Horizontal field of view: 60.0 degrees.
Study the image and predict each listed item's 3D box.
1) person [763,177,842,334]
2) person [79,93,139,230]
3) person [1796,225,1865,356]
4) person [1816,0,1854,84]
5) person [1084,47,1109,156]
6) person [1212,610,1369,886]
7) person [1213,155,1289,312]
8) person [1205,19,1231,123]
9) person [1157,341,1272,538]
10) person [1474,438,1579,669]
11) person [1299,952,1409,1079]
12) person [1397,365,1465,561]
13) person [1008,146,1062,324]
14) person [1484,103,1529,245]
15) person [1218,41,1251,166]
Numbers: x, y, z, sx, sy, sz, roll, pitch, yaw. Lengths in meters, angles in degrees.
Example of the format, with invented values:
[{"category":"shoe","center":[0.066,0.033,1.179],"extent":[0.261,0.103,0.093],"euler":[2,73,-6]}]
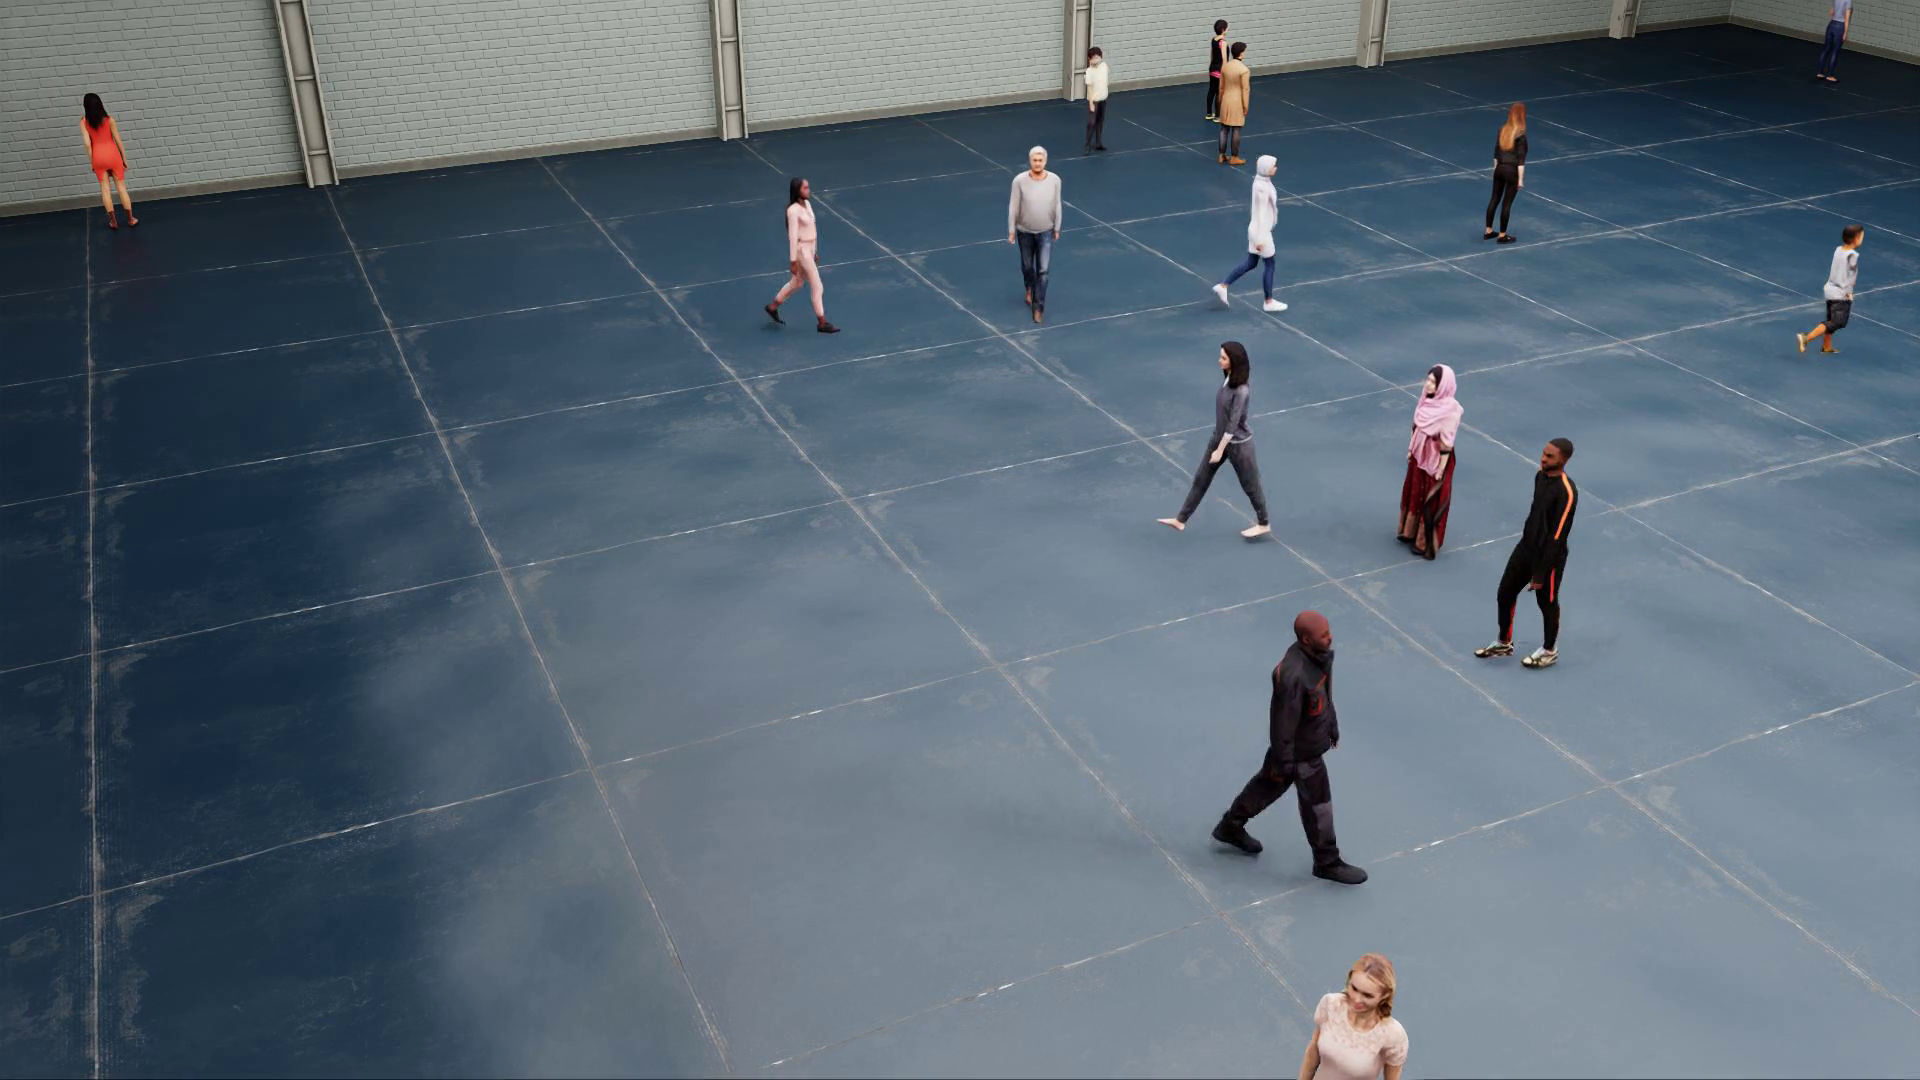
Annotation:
[{"category":"person","center":[-1.761,-3.030,17.802],"extent":[1.209,1.687,1.100],"euler":[7,29,13]},{"category":"person","center":[-10.838,-4.818,21.127],"extent":[0.445,1.719,0.645],"euler":[-12,30,-21]},{"category":"person","center":[9.088,-2.610,17.273],"extent":[0.920,1.444,0.663],"euler":[-8,29,-14]},{"category":"person","center":[15.024,-8.748,28.505],"extent":[0.572,1.719,0.619],"euler":[-7,29,-12]},{"category":"person","center":[2.026,-6.445,24.344],"extent":[0.804,1.565,0.566],"euler":[18,33,30]},{"category":"person","center":[1.887,1.170,9.794],"extent":[1.273,1.803,1.179],"euler":[9,29,16]},{"category":"person","center":[3.233,-3.373,18.379],"extent":[1.160,1.751,0.920],"euler":[0,28,1]},{"category":"person","center":[4.049,-7.377,26.110],"extent":[0.509,1.552,0.542],"euler":[-11,30,-20]},{"category":"person","center":[2.314,-0.758,13.514],"extent":[1.242,1.709,0.820],"euler":[-5,28,-9]},{"category":"person","center":[4.223,0.105,11.812],"extent":[0.854,1.786,0.703],"euler":[-9,29,-16]},{"category":"person","center":[1.739,2.487,7.331],"extent":[1.186,1.792,0.806],"euler":[-22,35,-36]},{"category":"person","center":[3.805,-0.661,13.413],"extent":[0.630,1.632,0.697],"euler":[-10,30,-18]},{"category":"person","center":[0.816,-3.415,18.338],"extent":[1.294,1.863,1.170],"euler":[1,28,1]},{"category":"person","center":[6.780,-4.553,20.642],"extent":[0.542,1.706,0.619],"euler":[-15,32,-26]},{"category":"person","center":[3.906,-6.262,23.830],"extent":[0.731,1.726,0.740],"euler":[24,36,37]}]
